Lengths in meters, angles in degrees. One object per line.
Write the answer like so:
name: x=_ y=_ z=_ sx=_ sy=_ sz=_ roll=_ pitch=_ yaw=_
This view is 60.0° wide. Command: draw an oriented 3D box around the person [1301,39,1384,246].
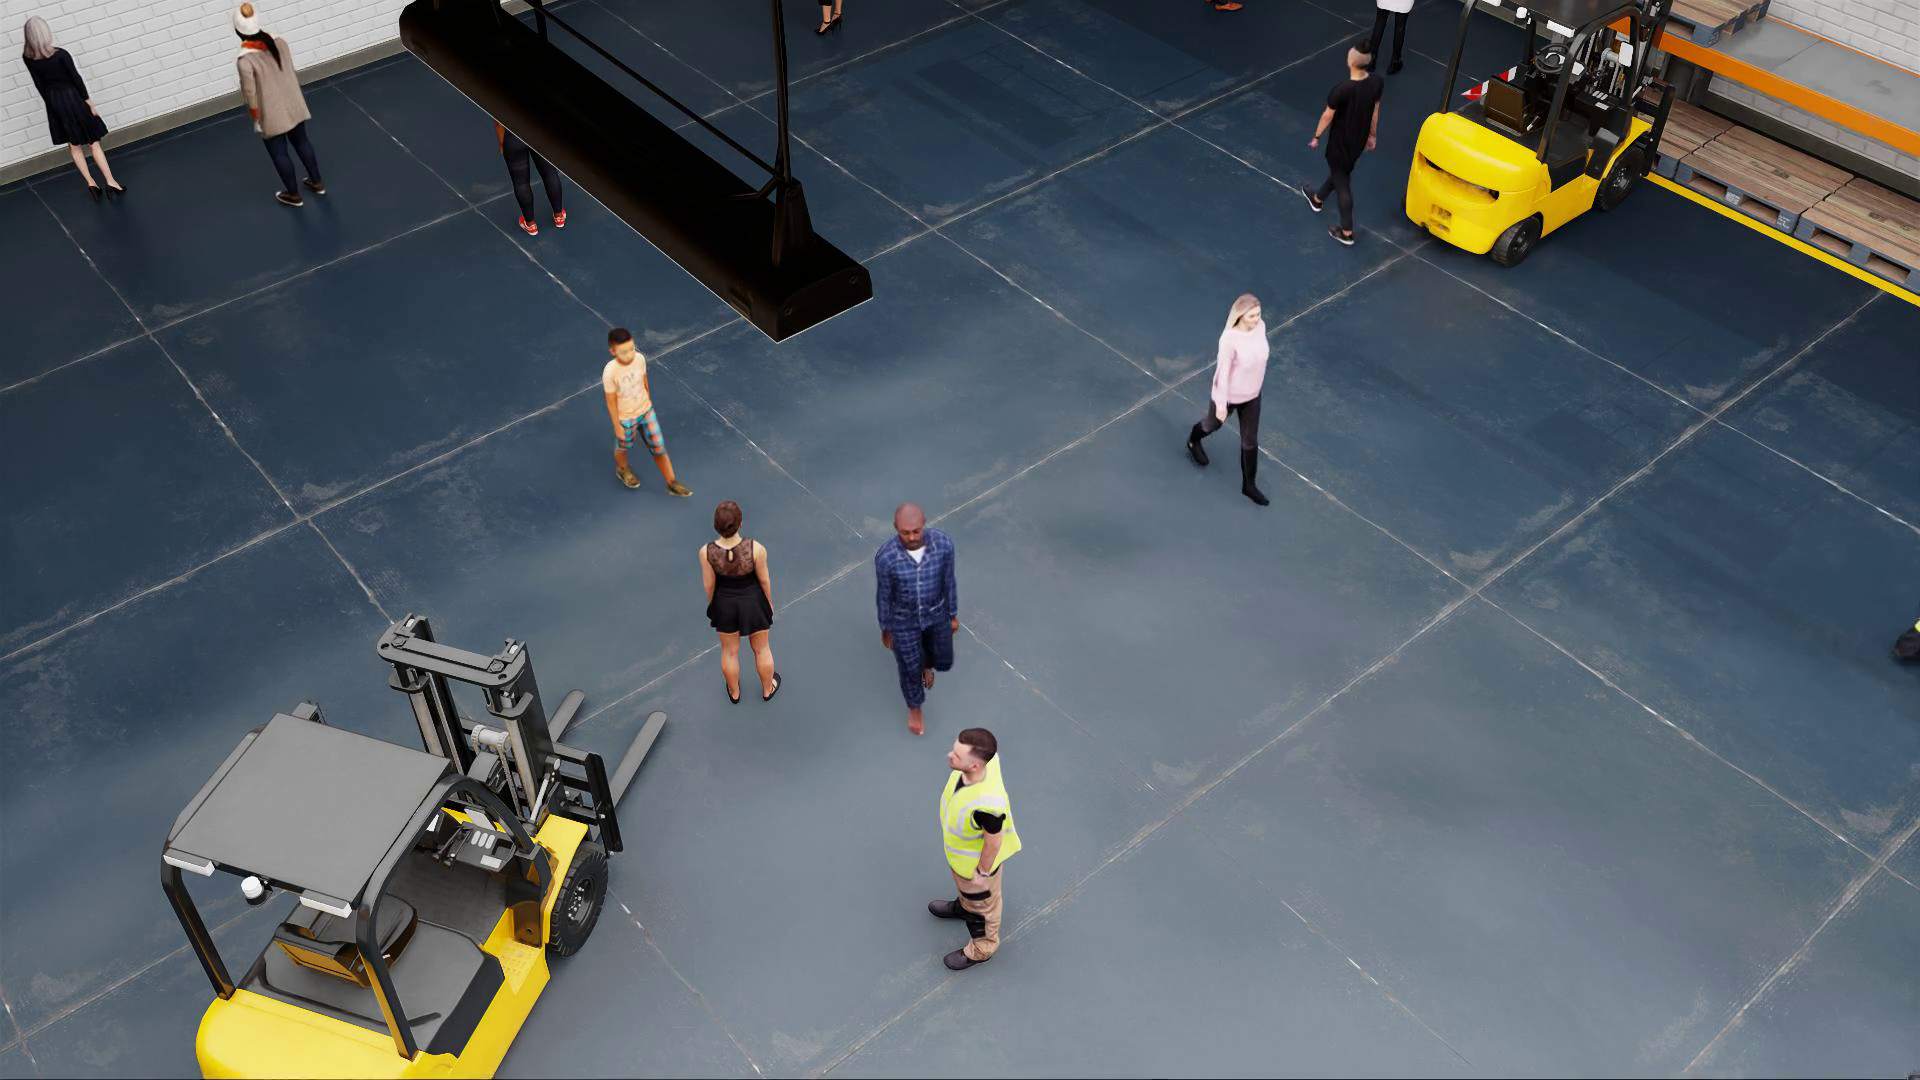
person: x=3.387 y=-3.386 z=14.280 sx=0.803 sy=1.833 sz=1.109 roll=-22 pitch=48 yaw=-21

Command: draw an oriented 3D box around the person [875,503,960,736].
person: x=-0.285 y=0.408 z=10.318 sx=0.837 sy=1.805 sz=0.923 roll=-11 pitch=45 yaw=-12

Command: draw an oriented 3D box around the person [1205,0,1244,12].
person: x=2.828 y=-6.518 z=17.598 sx=0.770 sy=1.791 sz=0.625 roll=-15 pitch=46 yaw=-15

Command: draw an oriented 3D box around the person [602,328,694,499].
person: x=-2.415 y=-0.945 z=12.007 sx=0.951 sy=1.434 sz=0.597 roll=34 pitch=53 yaw=31

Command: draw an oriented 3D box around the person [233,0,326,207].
person: x=-6.054 y=-3.865 z=14.734 sx=0.771 sy=1.899 sz=0.774 roll=24 pitch=48 yaw=23

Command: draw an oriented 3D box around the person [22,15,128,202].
person: x=-7.928 y=-3.839 z=14.818 sx=0.701 sy=1.747 sz=0.746 roll=-1 pitch=44 yaw=-1

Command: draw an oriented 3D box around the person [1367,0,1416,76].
person: x=4.339 y=-5.507 z=16.524 sx=0.630 sy=1.809 sz=0.748 roll=16 pitch=46 yaw=16

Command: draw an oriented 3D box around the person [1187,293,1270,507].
person: x=1.925 y=-1.096 z=12.010 sx=0.711 sy=1.648 sz=1.140 roll=-24 pitch=49 yaw=-23

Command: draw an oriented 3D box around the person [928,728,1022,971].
person: x=0.071 y=1.632 z=9.002 sx=0.897 sy=1.847 sz=0.820 roll=-7 pitch=44 yaw=-7

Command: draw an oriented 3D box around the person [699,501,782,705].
person: x=-1.386 y=0.398 z=10.422 sx=0.679 sy=1.675 sz=0.721 roll=-2 pitch=44 yaw=-2

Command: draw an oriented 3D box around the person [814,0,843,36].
person: x=-1.405 y=-6.102 z=17.113 sx=0.624 sy=1.858 sz=0.675 roll=25 pitch=49 yaw=24
